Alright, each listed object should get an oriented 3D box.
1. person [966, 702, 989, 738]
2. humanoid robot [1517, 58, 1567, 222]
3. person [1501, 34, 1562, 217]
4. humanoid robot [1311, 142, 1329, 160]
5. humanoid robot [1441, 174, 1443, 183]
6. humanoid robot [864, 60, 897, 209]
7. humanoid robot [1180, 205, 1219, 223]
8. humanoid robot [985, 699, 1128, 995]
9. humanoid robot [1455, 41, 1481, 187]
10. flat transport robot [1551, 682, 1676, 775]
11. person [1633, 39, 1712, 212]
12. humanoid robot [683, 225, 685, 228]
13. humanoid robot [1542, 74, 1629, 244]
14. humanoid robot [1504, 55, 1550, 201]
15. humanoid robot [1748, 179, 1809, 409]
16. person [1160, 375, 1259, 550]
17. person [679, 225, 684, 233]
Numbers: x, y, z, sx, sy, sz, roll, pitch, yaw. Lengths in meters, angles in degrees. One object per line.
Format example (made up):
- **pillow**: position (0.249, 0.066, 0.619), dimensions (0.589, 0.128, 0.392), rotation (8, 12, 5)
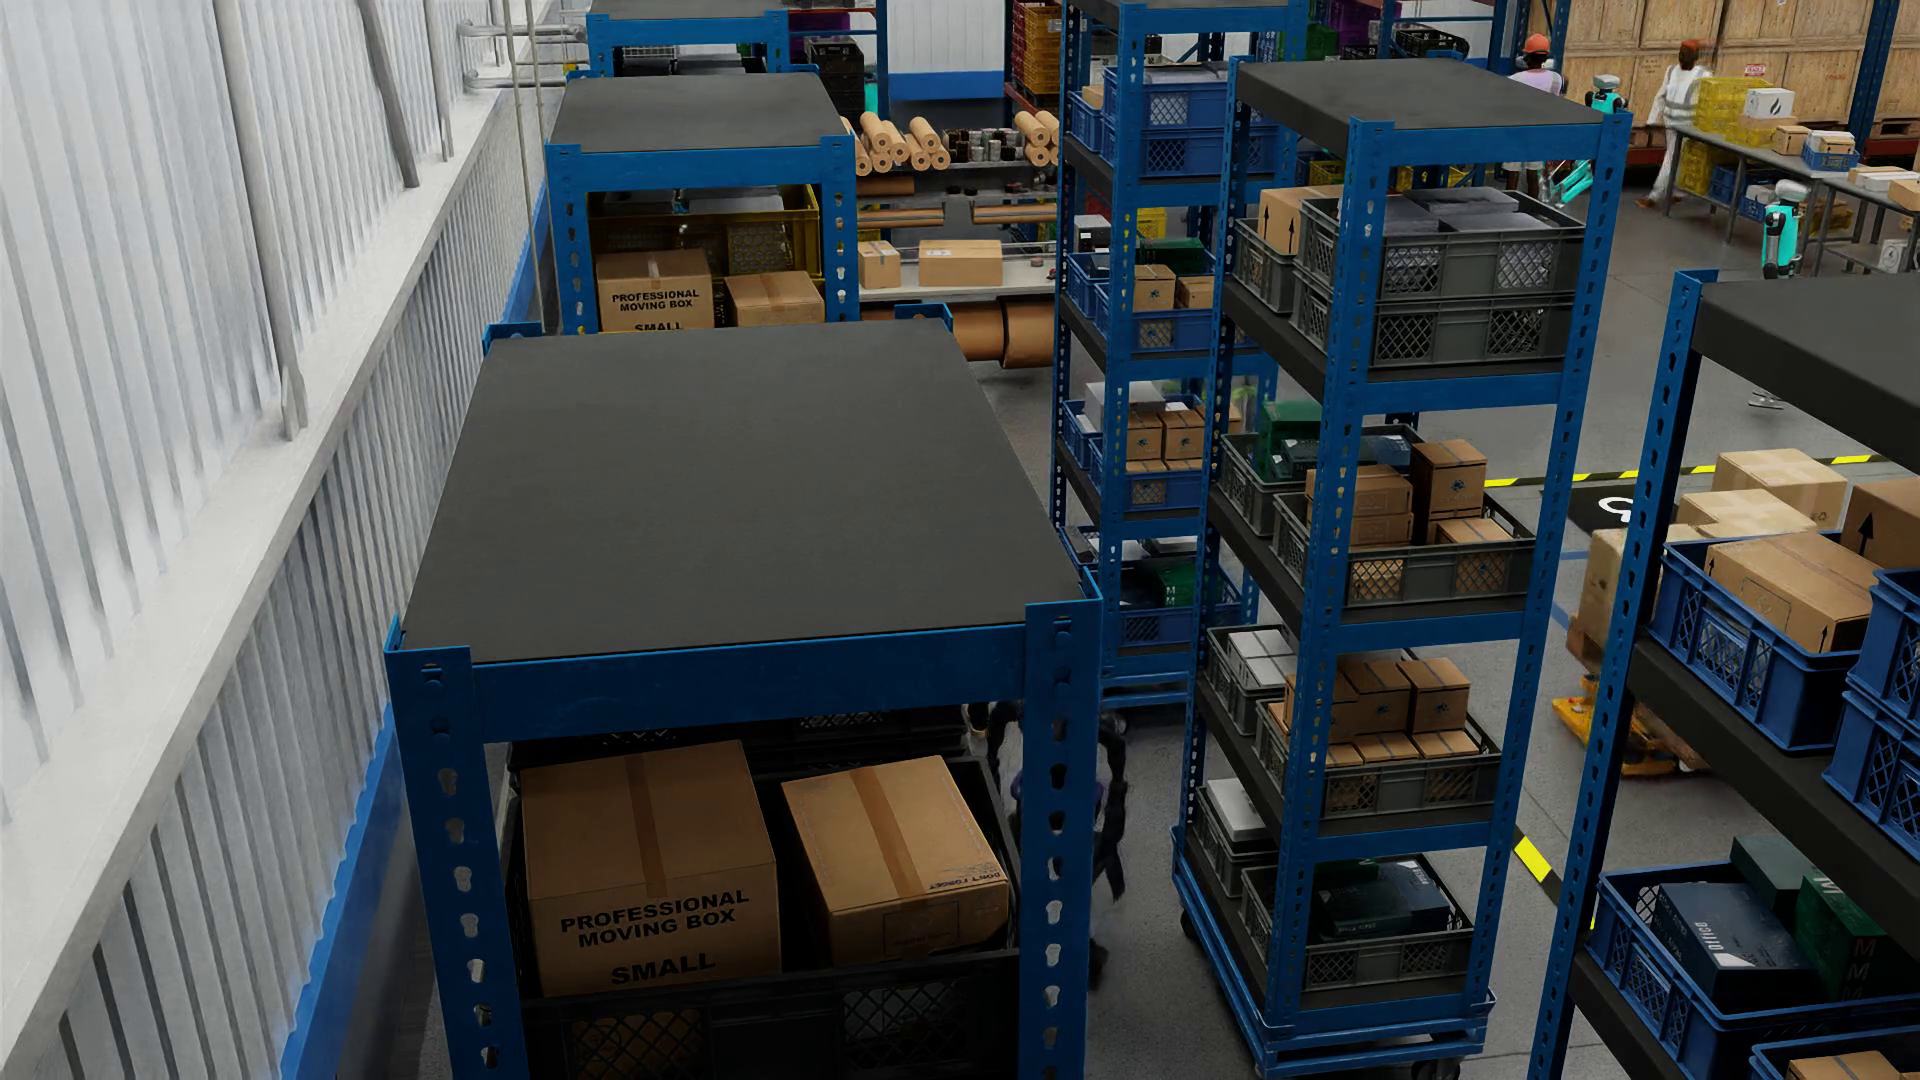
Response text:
- **person**: position (-0.068, 0.088, 8.078), dimensions (0.600, 1.966, 0.369), rotation (-6, 25, -12)
- **humanoid robot**: position (6.194, -4.329, 17.946), dimensions (0.567, 1.768, 0.726), rotation (8, 26, 16)
- **person**: position (5.888, -4.214, 17.340), dimensions (0.606, 2.044, 0.369), rotation (-5, 25, -10)
- **humanoid robot**: position (4.242, -4.650, 18.600), dimensions (0.712, 1.754, 0.543), rotation (14, 28, 28)
- **humanoid robot**: position (5.132, -4.327, 18.043), dimensions (0.602, 1.637, 0.615), rotation (-23, 33, -40)
- **humanoid robot**: position (-0.818, -4.132, 17.511), dimensions (0.993, 1.733, 0.551), rotation (21, 32, 38)
- **humanoid robot**: position (2.664, -4.221, 17.858), dimensions (0.602, 1.633, 0.791), rotation (9, 26, 19)
- **humanoid robot**: position (0.361, 1.090, 6.286), dimensions (0.590, 1.650, 0.491), rotation (8, 26, 18)
- **humanoid robot**: position (5.762, -4.955, 19.363), dimensions (0.599, 1.659, 0.315), rotation (9, 26, 19)
- **flat transport robot**: position (3.803, 0.875, 8.363), dimensions (1.431, 0.197, 0.652), rotation (-4, 25, -8)
- **person**: position (7.825, -4.557, 18.323), dimensions (0.946, 1.841, 0.588), rotation (-10, 26, -20)
- **humanoid robot**: position (-2.846, -3.657, 16.624), dimensions (0.601, 1.636, 0.772), rotation (4, 25, 8)
- **humanoid robot**: position (6.150, -3.759, 16.594), dimensions (0.742, 1.693, 0.530), rotation (-8, 26, -18)
- **humanoid robot**: position (6.092, -4.161, 17.676), dimensions (0.532, 1.844, 0.771), rotation (-10, 26, -20)
- **humanoid robot**: position (6.196, -1.775, 12.234), dimensions (0.735, 1.681, 0.533), rotation (17, 30, 32)
- **person**: position (1.494, -0.769, 10.116), dimensions (0.593, 1.825, 0.821), rotation (-3, 25, -6)
- **person**: position (-2.138, -1.733, 12.251), dimensions (0.933, 1.801, 0.628), rotation (-15, 29, -29)
